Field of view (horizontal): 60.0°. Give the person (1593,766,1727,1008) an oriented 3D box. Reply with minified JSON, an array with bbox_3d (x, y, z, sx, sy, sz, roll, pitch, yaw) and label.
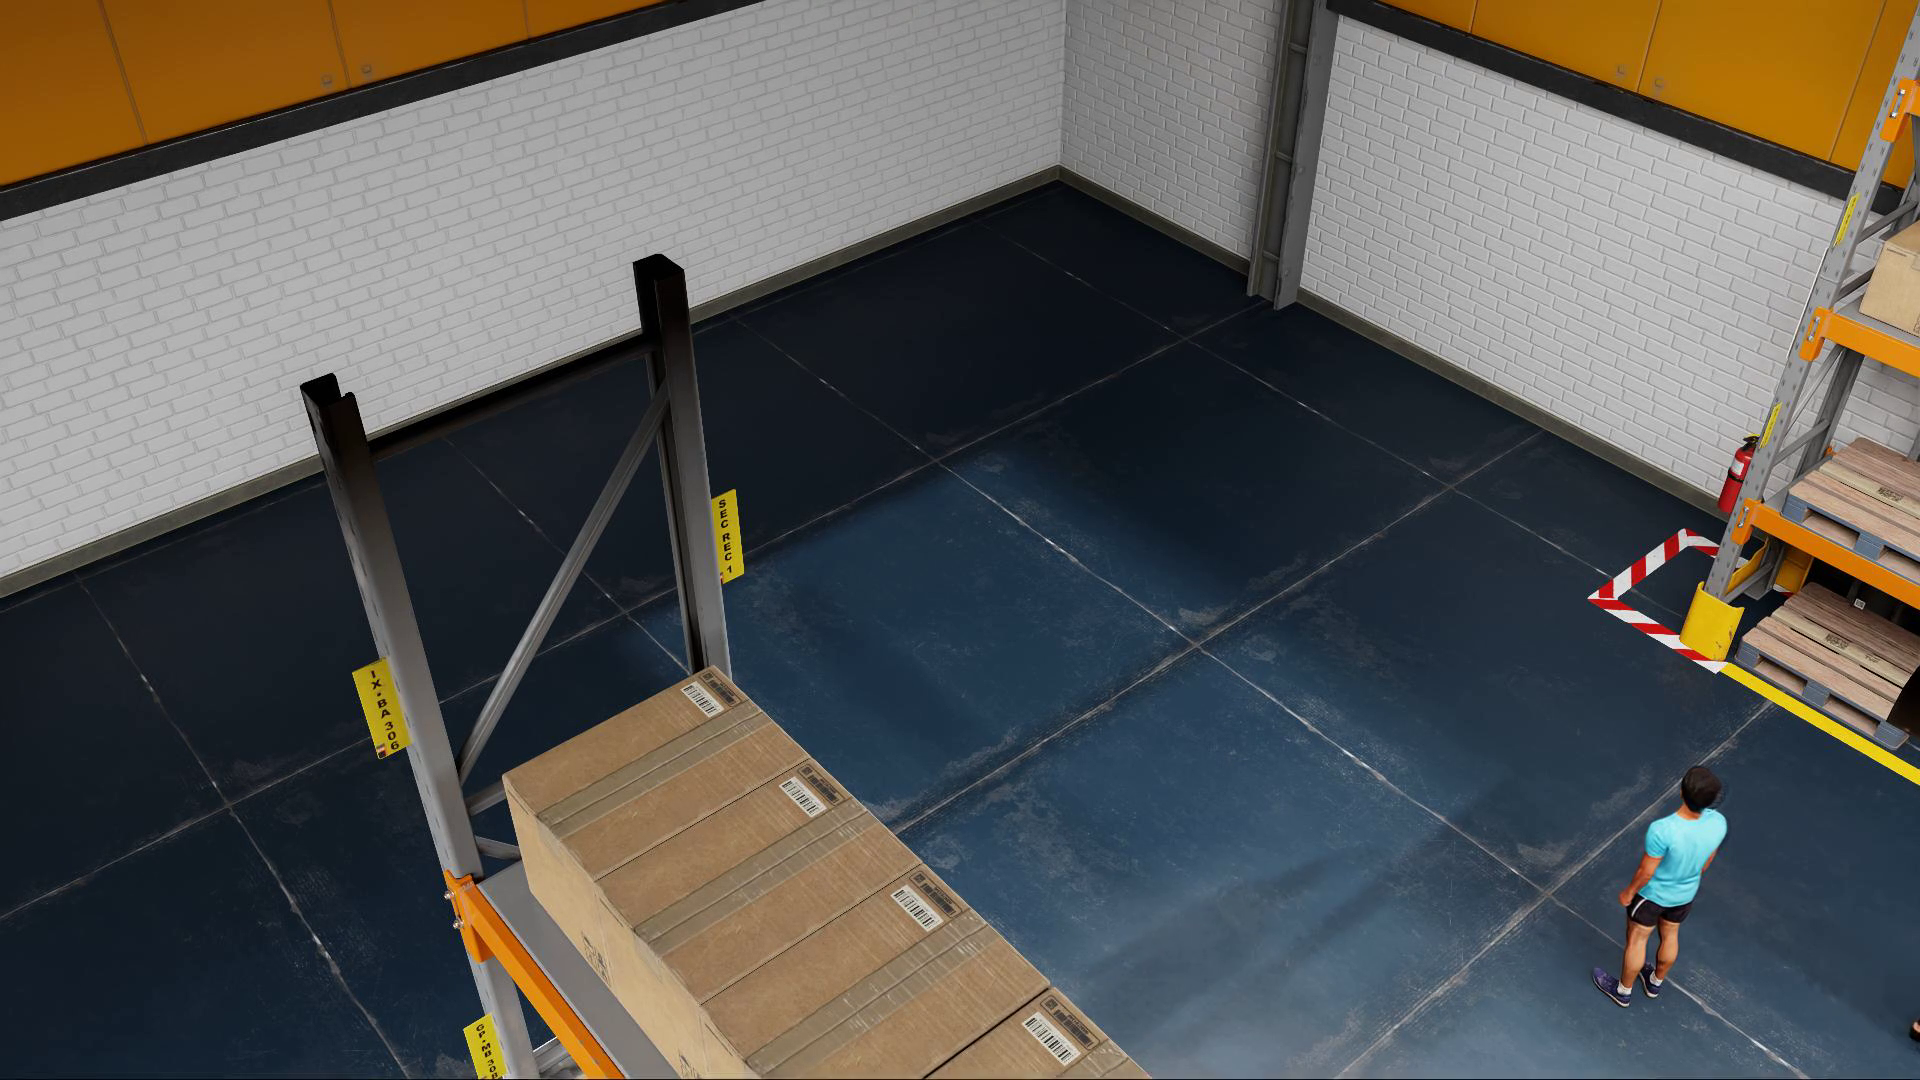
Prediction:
[{"bbox_3d":[3.924,1.939,9.233,0.687,1.775,0.662,-9,39,-11],"label":"person"}]
